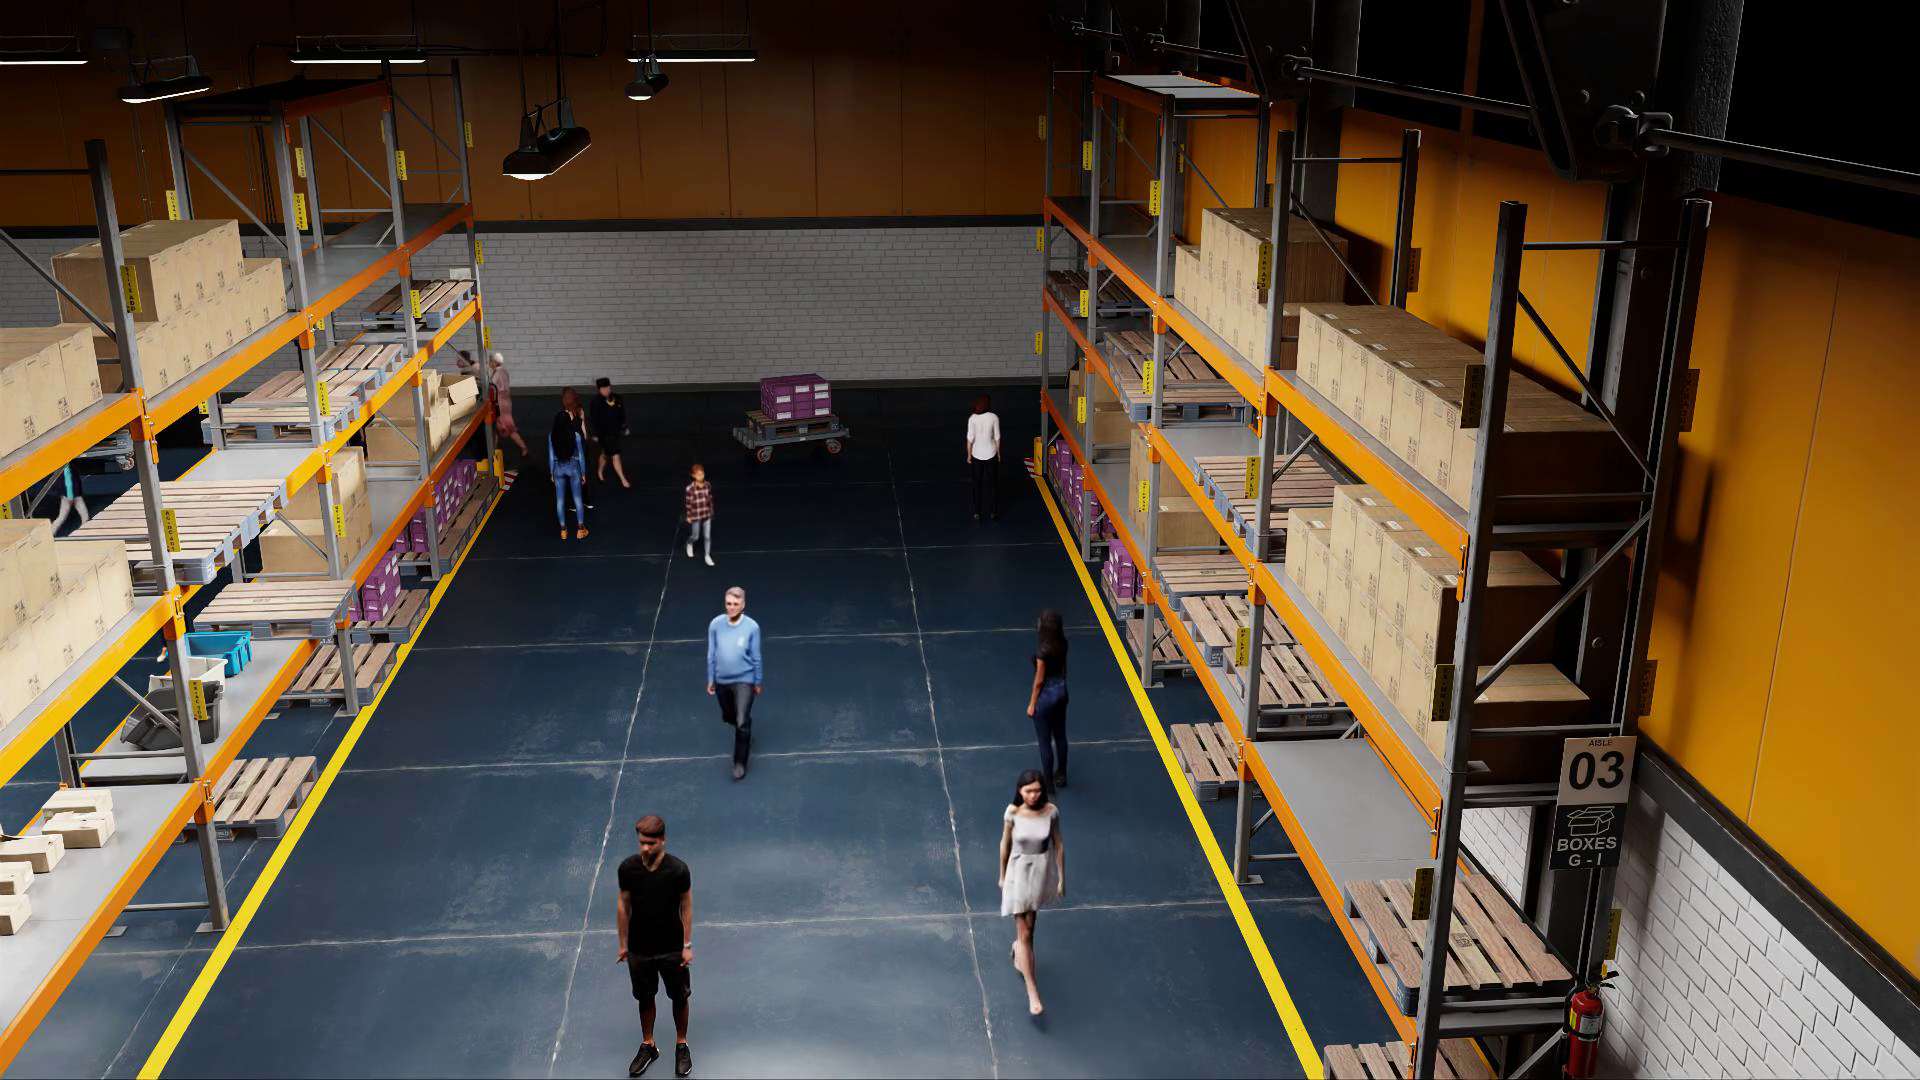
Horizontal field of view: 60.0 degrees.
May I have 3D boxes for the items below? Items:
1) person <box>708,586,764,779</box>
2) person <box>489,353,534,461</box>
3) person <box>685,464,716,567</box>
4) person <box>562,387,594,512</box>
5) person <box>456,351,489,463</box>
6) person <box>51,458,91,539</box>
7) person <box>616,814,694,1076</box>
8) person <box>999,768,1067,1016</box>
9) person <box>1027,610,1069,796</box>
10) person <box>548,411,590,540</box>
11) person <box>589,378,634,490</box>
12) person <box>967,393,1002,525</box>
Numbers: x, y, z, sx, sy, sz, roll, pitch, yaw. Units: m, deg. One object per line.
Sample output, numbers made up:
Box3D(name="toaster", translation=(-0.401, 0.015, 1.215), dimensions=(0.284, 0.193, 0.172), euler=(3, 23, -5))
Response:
Box3D(name="person", translation=(-2.067, 1.252, 15.406), dimensions=(0.835, 1.796, 1.118), euler=(3, 19, 9))
Box3D(name="person", translation=(-6.888, -1.991, 25.253), dimensions=(0.811, 1.656, 1.057), euler=(3, 19, 8))
Box3D(name="person", translation=(-3.289, -0.337, 20.912), dimensions=(0.746, 1.294, 0.887), euler=(-12, 22, -32))
Box3D(name="person", translation=(-5.297, -1.259, 22.949), dimensions=(0.708, 1.739, 0.648), euler=(15, 24, 37))
Box3D(name="person", translation=(-7.192, -1.932, 24.807), dimensions=(0.873, 1.829, 0.676), euler=(1, 19, 3))
Box3D(name="person", translation=(-11.563, -0.602, 21.423), dimensions=(0.978, 1.468, 1.003), euler=(18, 25, 42))
Box3D(name="person", translation=(-2.009, 2.671, 11.089), dimensions=(0.698, 1.862, 0.623), euler=(1, 19, 3))
Box3D(name="person", translation=(0.492, 2.431, 12.010), dimensions=(0.662, 1.729, 1.162), euler=(-3, 19, -8))
Box3D(name="person", translation=(0.821, 1.448, 14.920), dimensions=(0.722, 1.734, 0.659), euler=(17, 25, 40))
Box3D(name="person", translation=(-5.149, -0.858, 21.804), dimensions=(0.616, 1.712, 0.521), euler=(-1, 19, -2))
Box3D(name="person", translation=(-5.091, -1.526, 23.933), dimensions=(1.153, 1.617, 1.101), euler=(15, 24, 38))
Box3D(name="person", translation=(0.329, -1.098, 22.385), dimensions=(0.610, 1.795, 0.517), euler=(-1, 19, -2))
